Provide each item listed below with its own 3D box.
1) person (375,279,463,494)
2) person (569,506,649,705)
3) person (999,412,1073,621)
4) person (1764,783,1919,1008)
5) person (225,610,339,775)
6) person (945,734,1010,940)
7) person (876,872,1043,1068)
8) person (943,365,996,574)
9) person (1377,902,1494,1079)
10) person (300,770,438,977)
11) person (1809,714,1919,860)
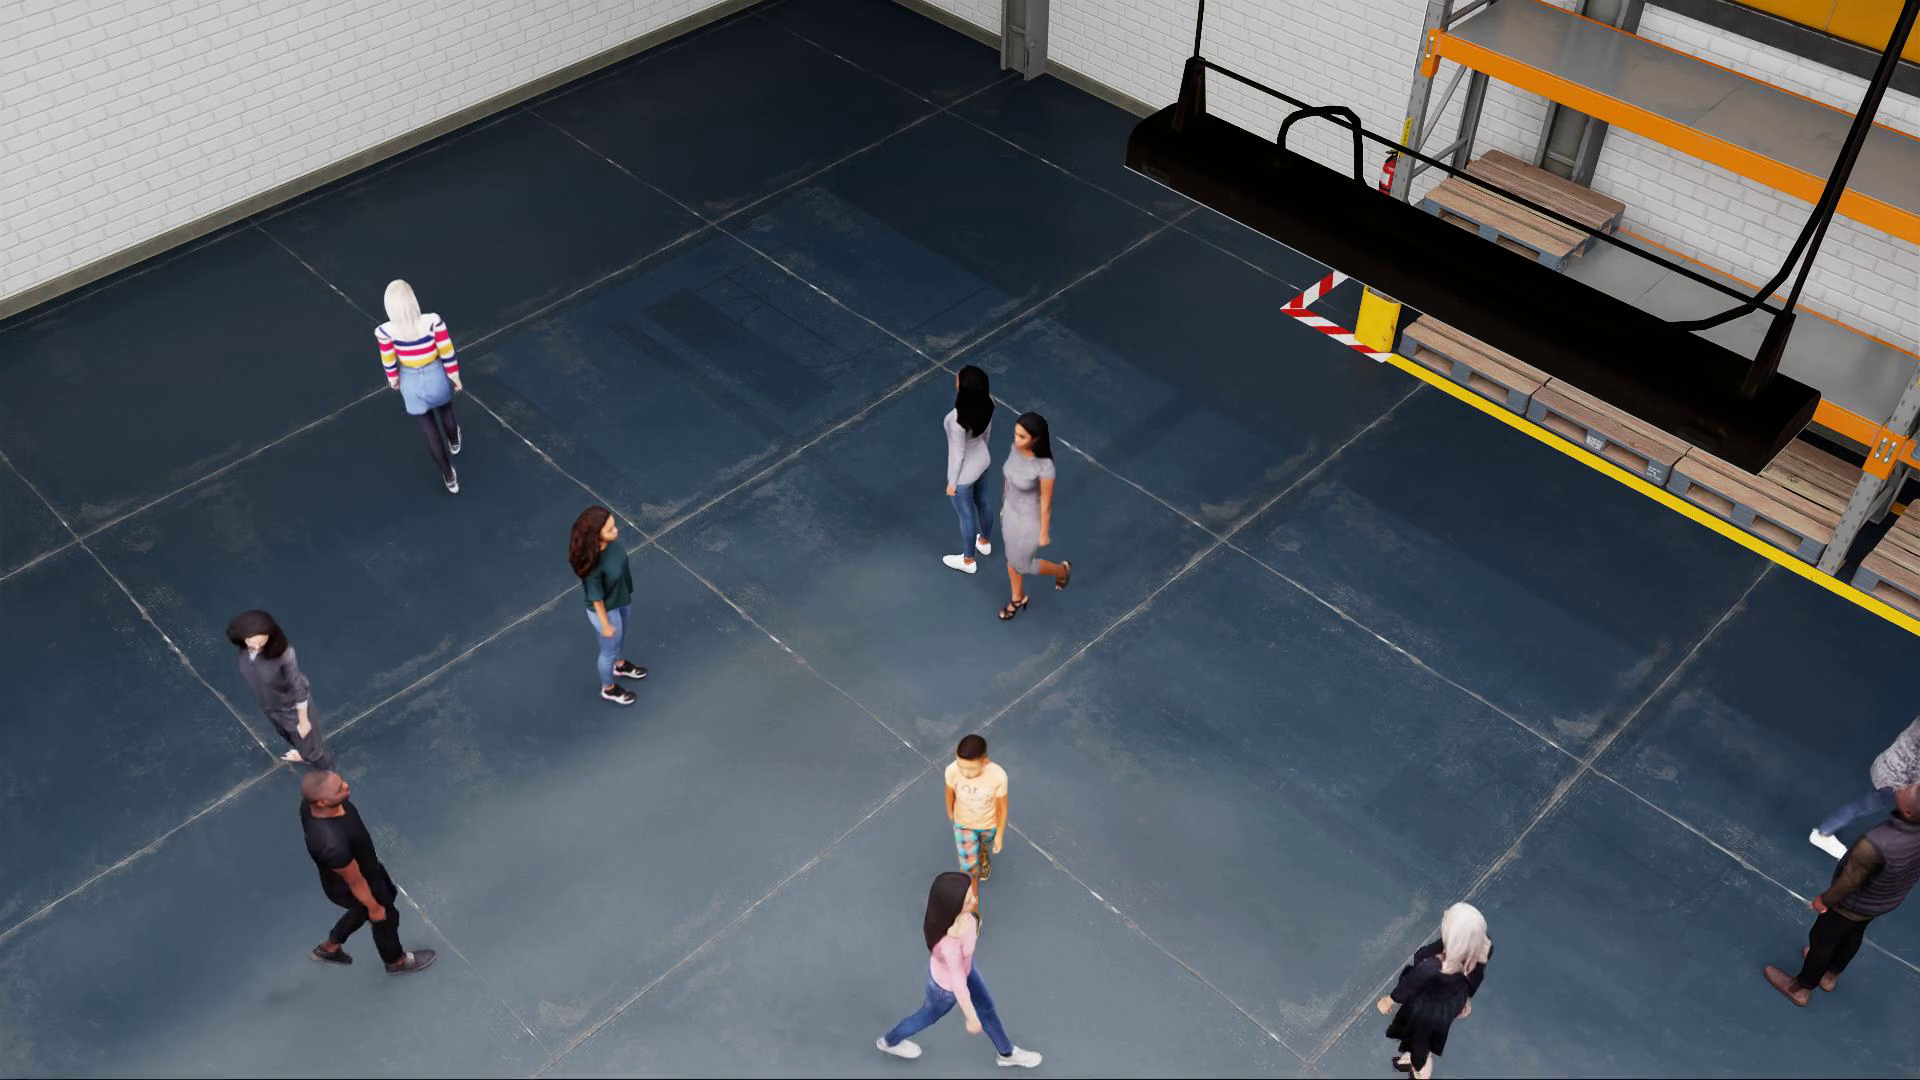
[{"bbox_3d":[-3.903,-1.084,12.169,0.902,1.788,1.053,-14,45,-14],"label":"person"},{"bbox_3d":[-2.277,0.405,10.732,0.747,1.613,0.701,6,44,6],"label":"person"},{"bbox_3d":[0.514,-0.164,11.218,0.737,1.768,0.794,-24,49,-23],"label":"person"},{"bbox_3d":[4.880,1.908,8.995,0.764,1.834,0.711,-17,46,-17],"label":"person"},{"bbox_3d":[-4.091,0.944,10.085,0.631,1.726,0.909,31,51,28],"label":"person"},{"bbox_3d":[0.113,1.560,9.658,0.929,1.423,0.983,1,44,1],"label":"person"},{"bbox_3d":[-0.126,2.291,8.694,1.203,1.694,1.059,5,44,5],"label":"person"},{"bbox_3d":[0.079,-0.497,11.591,0.586,1.736,0.649,25,49,24],"label":"person"},{"bbox_3d":[2.464,2.451,8.497,0.648,1.734,0.751,-25,49,-24],"label":"person"},{"bbox_3d":[-3.366,1.879,9.048,0.931,1.803,0.940,-15,46,-15],"label":"person"},{"bbox_3d":[5.425,1.311,9.716,0.944,1.704,0.627,33,53,30],"label":"person"}]
